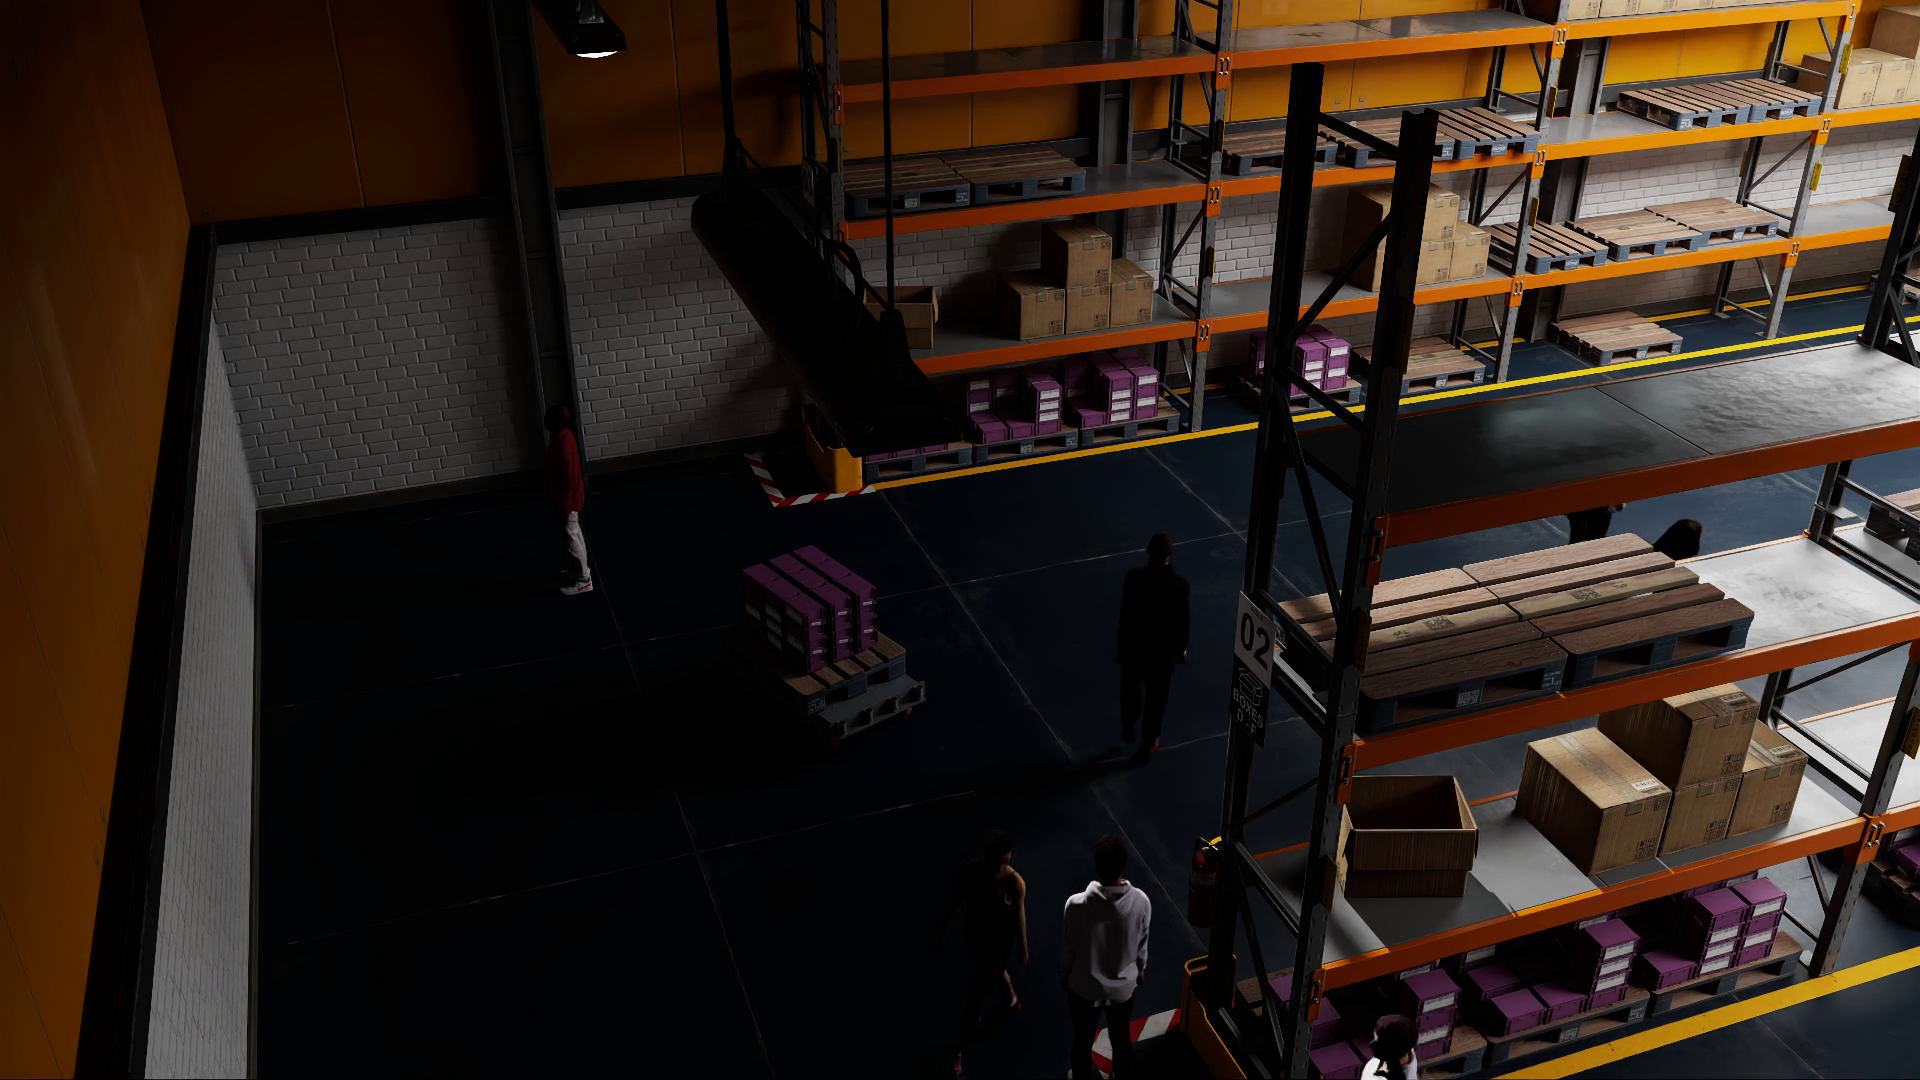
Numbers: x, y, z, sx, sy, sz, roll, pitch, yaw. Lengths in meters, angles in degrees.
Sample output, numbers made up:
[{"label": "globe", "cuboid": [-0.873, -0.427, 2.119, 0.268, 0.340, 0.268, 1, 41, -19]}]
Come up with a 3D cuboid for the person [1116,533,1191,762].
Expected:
[{"label": "person", "cuboid": [1.435, 0.857, 12.597, 0.842, 1.892, 0.911, 8, 30, 15]}]

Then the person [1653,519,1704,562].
[{"label": "person", "cuboid": [5.613, 0.570, 13.438, 0.998, 1.592, 0.595, -11, 30, -19]}]

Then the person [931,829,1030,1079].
[{"label": "person", "cuboid": [0.214, 2.383, 10.022, 1.099, 1.680, 1.178, 16, 32, 27]}]

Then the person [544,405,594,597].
[{"label": "person", "cuboid": [-3.531, -0.386, 14.952, 0.631, 1.820, 0.713, -4, 29, -8]}]

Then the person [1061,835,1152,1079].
[{"label": "person", "cuboid": [0.826, 2.519, 9.516, 0.589, 1.925, 0.765, -5, 29, -8]}]
